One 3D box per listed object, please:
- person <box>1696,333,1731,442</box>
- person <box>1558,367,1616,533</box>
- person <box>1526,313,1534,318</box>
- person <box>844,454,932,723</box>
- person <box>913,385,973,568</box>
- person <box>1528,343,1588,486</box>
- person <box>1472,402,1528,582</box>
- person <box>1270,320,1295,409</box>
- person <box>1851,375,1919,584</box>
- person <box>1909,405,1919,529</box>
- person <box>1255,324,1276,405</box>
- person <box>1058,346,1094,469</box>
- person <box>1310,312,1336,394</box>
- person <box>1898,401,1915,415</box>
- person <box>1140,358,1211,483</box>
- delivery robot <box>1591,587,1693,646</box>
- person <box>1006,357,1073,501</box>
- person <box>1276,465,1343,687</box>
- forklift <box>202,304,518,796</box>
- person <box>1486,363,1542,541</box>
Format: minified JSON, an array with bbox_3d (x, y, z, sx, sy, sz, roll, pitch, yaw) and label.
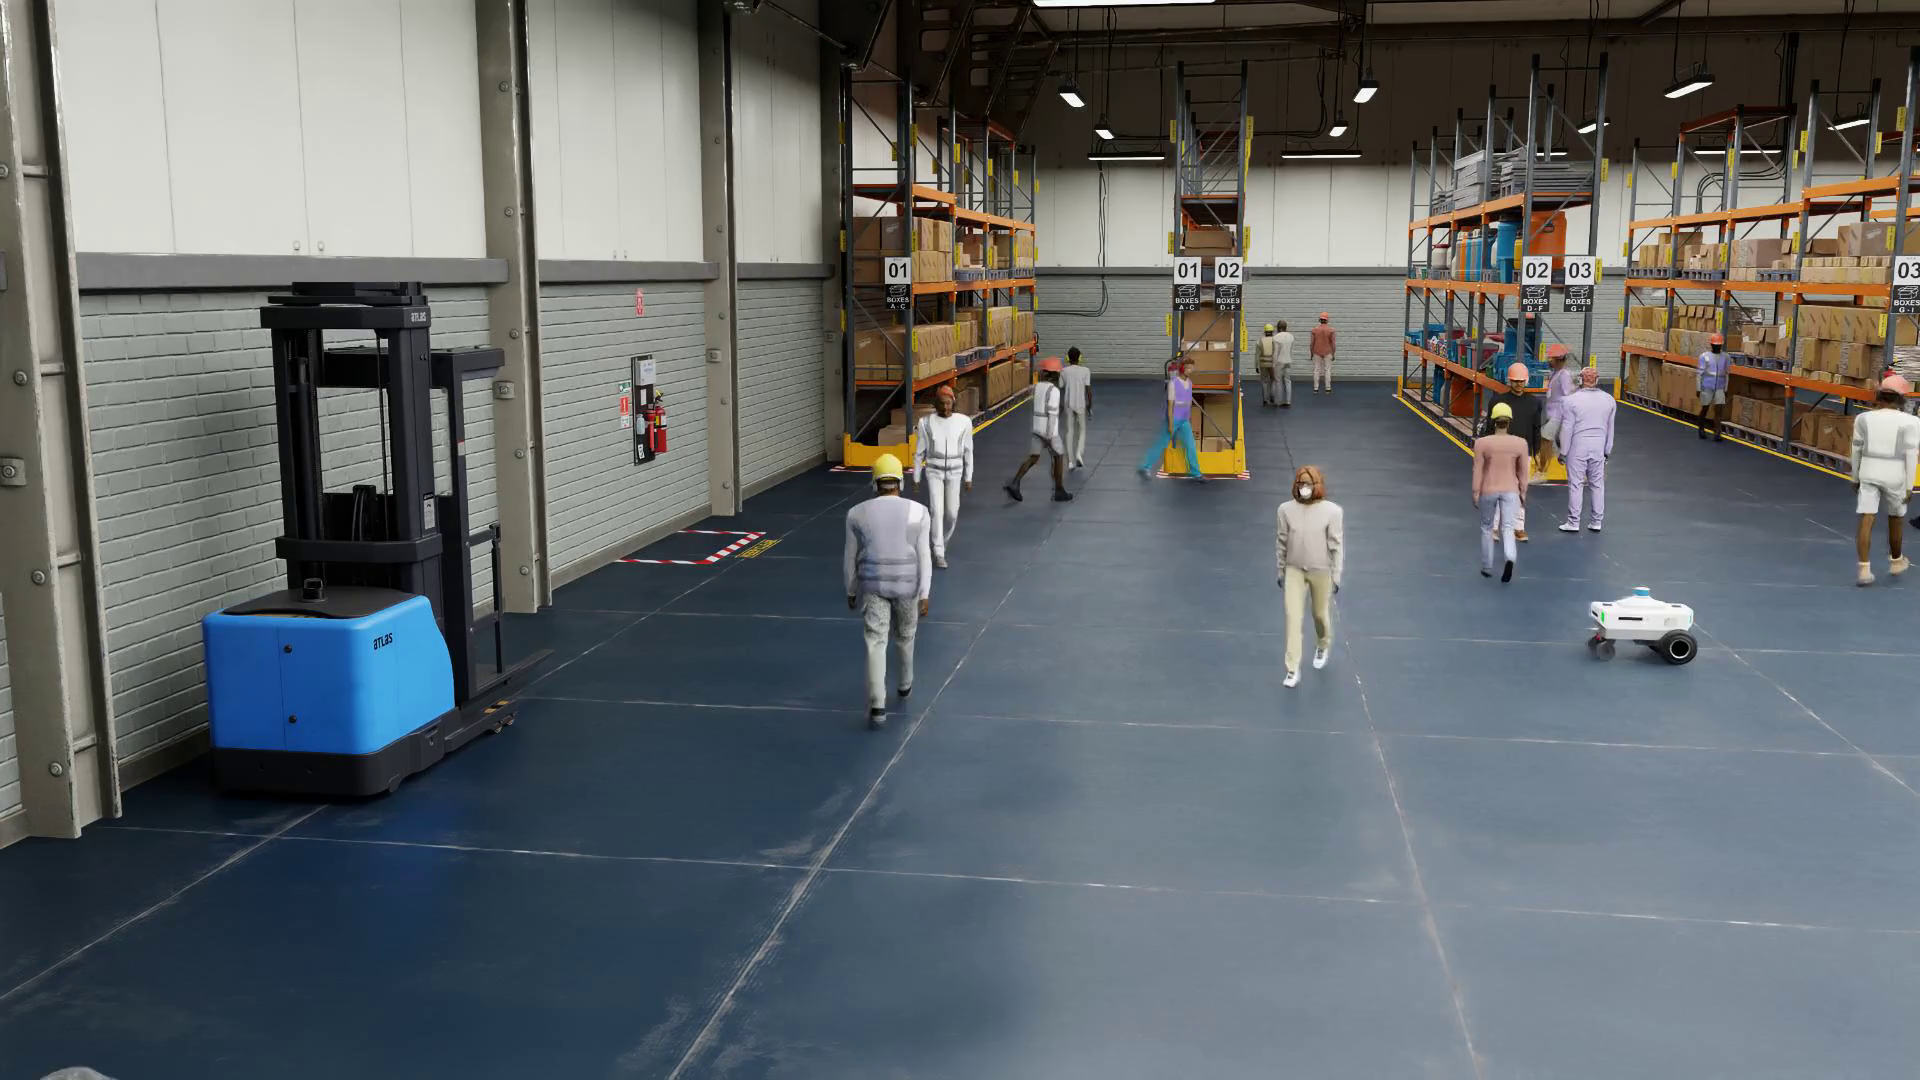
[{"bbox_3d":[13.413,-2.734,29.626,0.557,1.916,0.780,1,9,7],"label":"person"},{"bbox_3d":[7.211,-1.043,19.211,0.648,1.907,0.401,-1,9,-8],"label":"person"},{"bbox_3d":[13.712,-4.483,40.188,0.616,1.987,0.406,-6,11,-35],"label":"person"},{"bbox_3d":[-0.493,0.307,11.305,0.597,1.777,0.964,0,9,-1],"label":"person"},{"bbox_3d":[-0.179,-0.679,17.130,0.613,1.863,0.733,-1,9,-7],"label":"person"},{"bbox_3d":[8.467,-1.756,23.352,0.995,2.006,0.614,2,9,10],"label":"person"},{"bbox_3d":[5.253,-0.465,16.174,0.528,1.741,0.752,2,9,10],"label":"person"},{"bbox_3d":[7.061,-3.853,36.444,0.635,1.937,0.352,-7,11,-36],"label":"person"},{"bbox_3d":[8.990,-0.595,16.137,0.999,1.996,0.626,-9,13,-44],"label":"person"},{"bbox_3d":[11.238,-1.014,19.104,0.566,1.896,0.984,0,9,0],"label":"person"},{"bbox_3d":[6.925,-3.940,37.342,0.623,1.817,0.434,1,9,9],"label":"person"},{"bbox_3d":[1.750,-2.005,25.280,0.581,1.859,0.421,2,9,10],"label":"person"},{"bbox_3d":[8.890,-4.580,40.755,0.613,1.994,0.395,3,10,20],"label":"person"},{"bbox_3d":[17.066,-2.758,30.014,0.644,1.832,0.509,3,10,19],"label":"person"},{"bbox_3d":[3.072,-1.718,23.793,1.066,1.781,0.580,8,12,41],"label":"person"},{"bbox_3d":[5.318,0.614,12.991,0.707,0.478,0.477,1,9,7],"label":"delivery robot"},{"bbox_3d":[1.056,-1.439,21.688,0.936,1.903,0.546,-7,11,-35],"label":"person"},{"bbox_3d":[2.591,0.226,12.313,0.503,1.602,0.815,4,10,24],"label":"person"},{"bbox_3d":[-3.673,-0.038,10.147,1.129,2.768,1.873,1,9,9],"label":"forklift"},{"bbox_3d":[6.166,-0.976,18.526,0.623,1.991,0.396,0,9,2],"label":"person"}]
